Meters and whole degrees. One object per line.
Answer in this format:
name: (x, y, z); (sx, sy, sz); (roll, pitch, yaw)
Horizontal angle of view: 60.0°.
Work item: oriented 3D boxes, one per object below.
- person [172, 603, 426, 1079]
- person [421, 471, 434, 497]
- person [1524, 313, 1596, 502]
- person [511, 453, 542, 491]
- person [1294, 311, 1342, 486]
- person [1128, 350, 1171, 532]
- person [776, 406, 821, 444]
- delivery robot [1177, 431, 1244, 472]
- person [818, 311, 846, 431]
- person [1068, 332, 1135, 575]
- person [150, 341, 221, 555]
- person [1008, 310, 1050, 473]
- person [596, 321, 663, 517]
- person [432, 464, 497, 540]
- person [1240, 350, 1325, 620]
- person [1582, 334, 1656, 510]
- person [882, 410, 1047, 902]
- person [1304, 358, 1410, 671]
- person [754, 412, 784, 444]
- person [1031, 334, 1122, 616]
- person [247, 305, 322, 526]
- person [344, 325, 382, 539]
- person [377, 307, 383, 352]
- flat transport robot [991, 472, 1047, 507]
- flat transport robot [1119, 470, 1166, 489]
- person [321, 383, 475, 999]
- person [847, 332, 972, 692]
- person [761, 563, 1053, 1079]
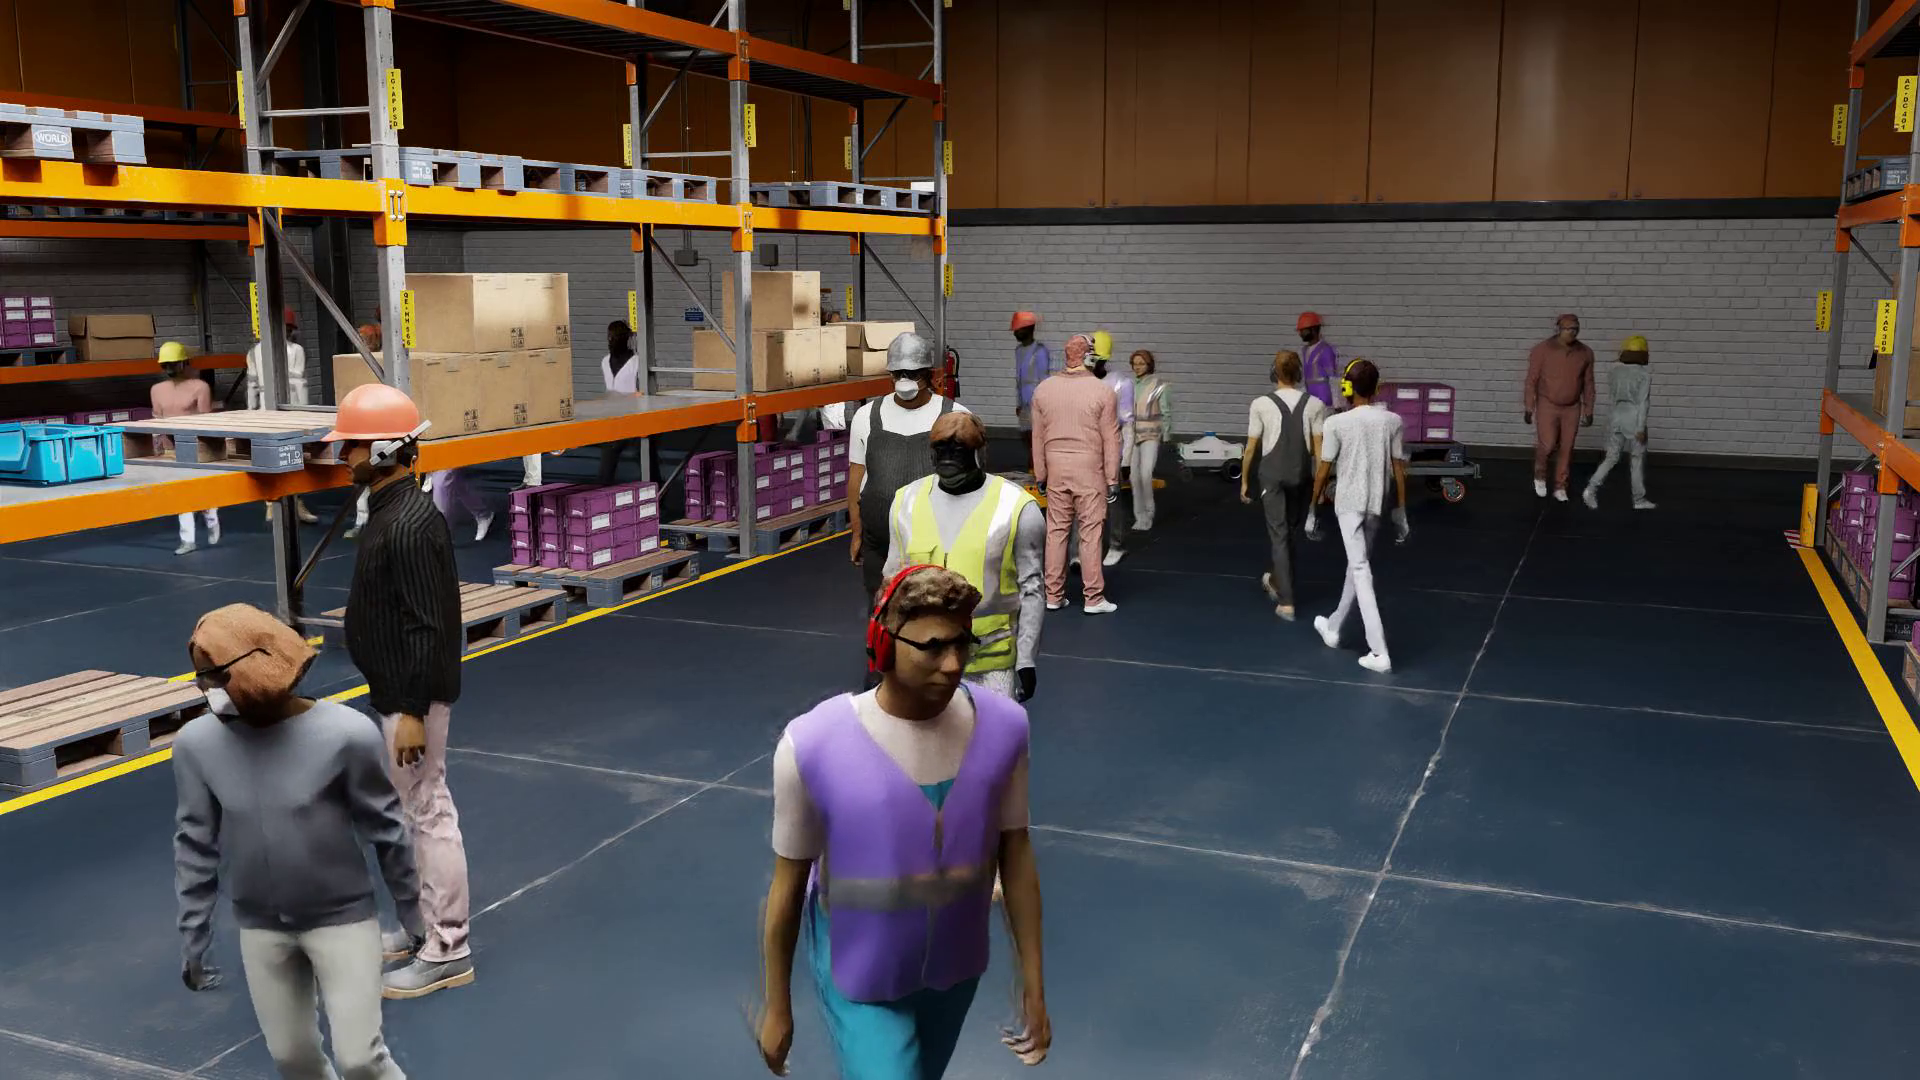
person: (-1.580, 0.923, 3.971); (0.523, 1.598, 0.430); (1, 9, 4)
person: (-5.346, -1.365, 17.016); (0.731, 1.873, 0.422); (1, 9, 7)
person: (6.013, -1.320, 16.663); (0.689, 1.895, 0.406); (0, 9, -1)
person: (-4.526, -1.385, 17.260); (0.404, 1.830, 0.602); (-3, 10, -19)
person: (3.969, -1.522, 17.932); (0.778, 1.895, 0.552); (-1, 9, -7)
person: (1.583, -0.877, 14.806); (0.534, 1.622, 0.481); (6, 11, 31)
person: (-1.896, -2.093, 21.430); (1.062, 1.884, 0.646); (3, 10, 15)
delivery robot: (2.746, -0.957, 18.252); (0.707, 0.478, 0.477); (0, 9, -1)
person: (-1.500, -1.707, 19.181); (0.429, 1.847, 0.627); (3, 10, 15)
person: (1.058, -0.669, 12.832); (0.617, 1.862, 1.025); (4, 10, 22)
person: (-6.366, -0.757, 13.670); (0.548, 1.751, 0.412); (1, 9, 6)
person: (0.816, -1.479, 17.643); (0.659, 1.909, 0.576); (-6, 11, -31)
person: (-3.112, -1.072, 15.284); (0.611, 1.855, 1.004); (6, 11, 34)
person: (-4.269, -0.856, 13.998); (0.658, 1.866, 0.944); (6, 11, 31)
person: (2.202, -0.401, 11.414); (0.532, 1.792, 0.953); (-1, 9, -4)
person: (6.444, -1.129, 16.087); (0.760, 1.718, 0.501); (-5, 11, -29)
person: (-0.005, 0.433, 6.224); (0.635, 1.840, 0.429); (3, 10, 19)
person: (2.352, -0.171, 9.965); (0.539, 1.812, 0.991); (-3, 10, -15)
person: (-2.004, -1.301, 16.978); (0.527, 1.761, 0.347); (6, 11, 34)
person: (0.812, -0.443, 11.339); (0.649, 1.904, 0.401); (6, 11, 31)
person: (-6.183, -1.126, 15.193); (0.851, 2.007, 0.614); (4, 10, 22)
person: (-5.048, -0.916, 14.349); (0.591, 1.854, 0.782); (6, 11, 32)
person: (-7.324, -2.102, 21.464); (0.641, 1.874, 0.423); (-1, 9, -6)
flat transport robot: (0.594, -0.517, 16.724); (0.652, 0.197, 1.431); (-5, 11, -30)
flat transport robot: (1.381, -0.638, 17.458); (1.431, 0.197, 0.652); (-5, 10, -26)
person: (-1.824, 0.486, 5.430); (0.396, 1.993, 0.617); (-4, 10, -22)
person: (-0.254, -0.047, 8.525); (0.689, 2.000, 0.539); (1, 9, 7)
person: (-0.095, 0.921, 3.450); (0.568, 1.780, 0.991); (-6, 11, -32)
